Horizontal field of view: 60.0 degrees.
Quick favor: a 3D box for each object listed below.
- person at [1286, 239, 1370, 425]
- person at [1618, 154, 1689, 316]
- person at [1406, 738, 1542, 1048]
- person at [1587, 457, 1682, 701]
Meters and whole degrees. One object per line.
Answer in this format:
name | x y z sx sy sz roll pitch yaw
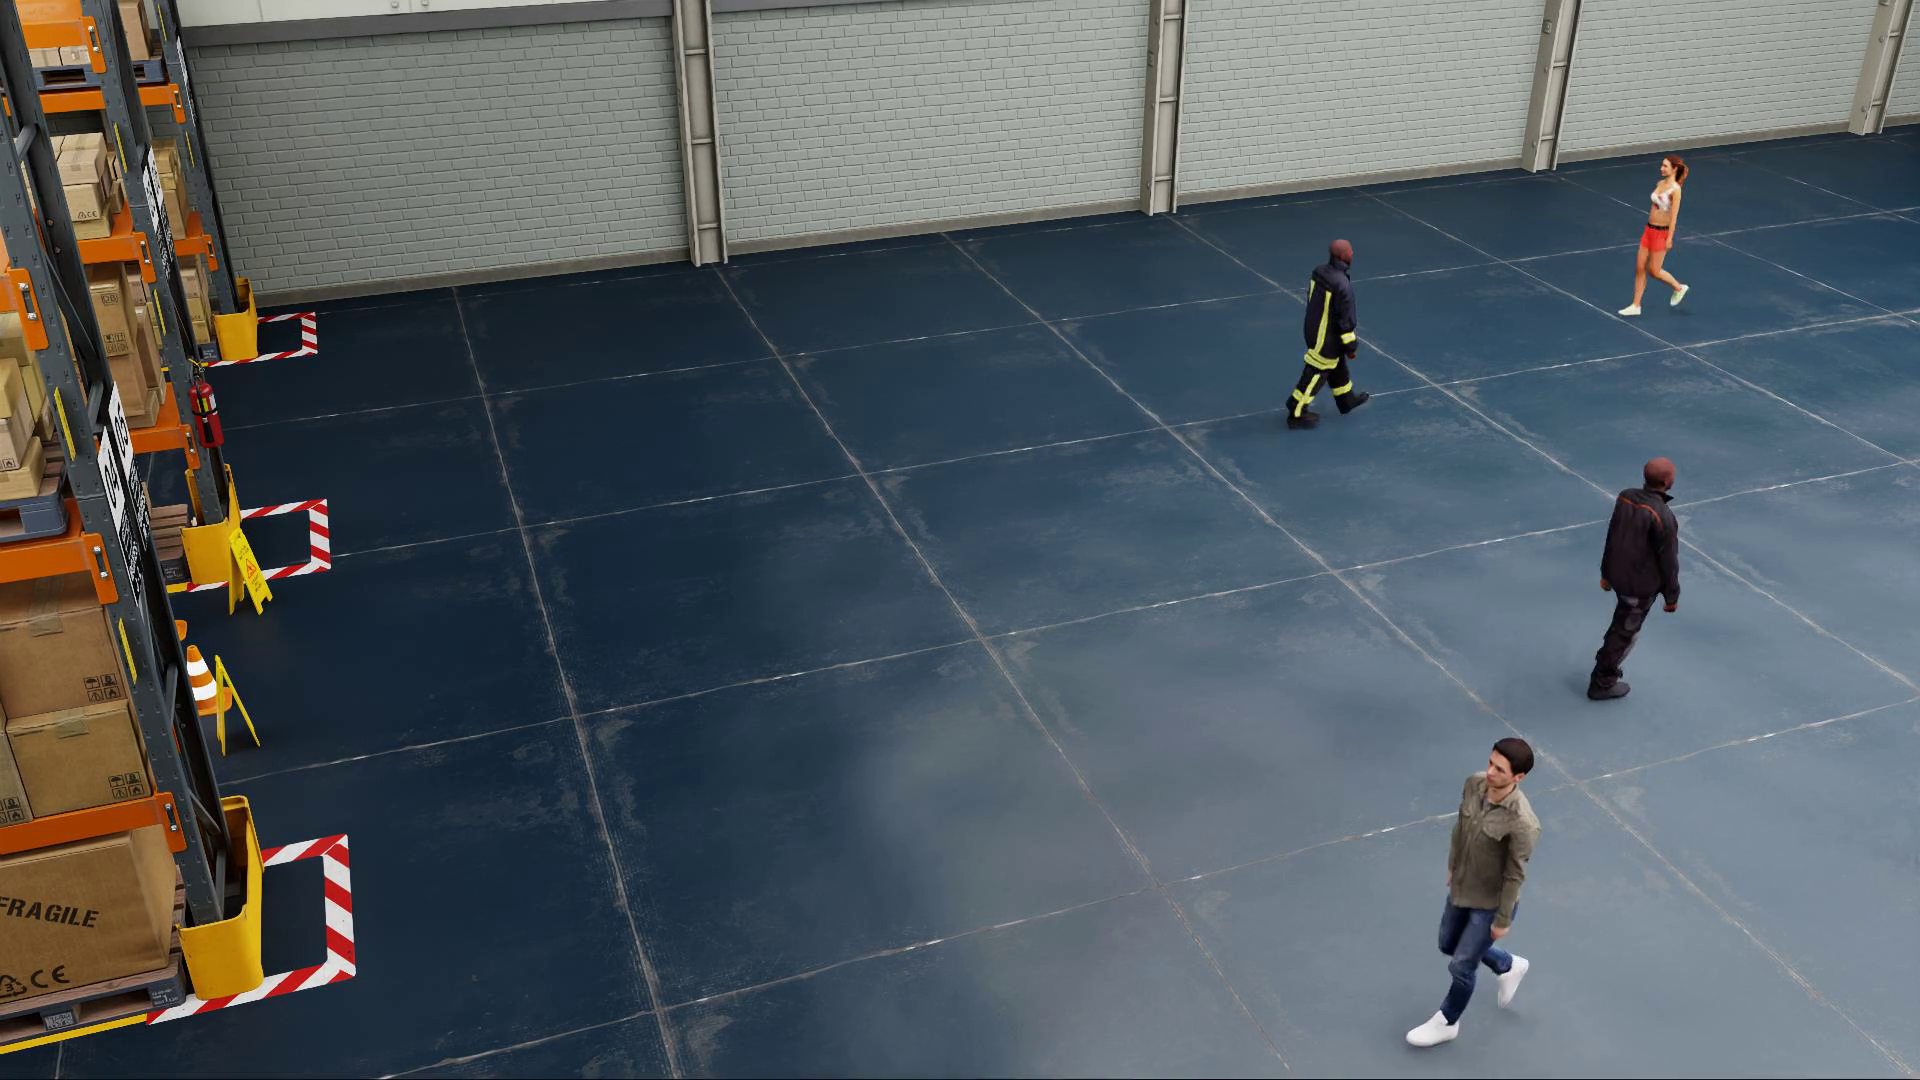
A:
person | 3.324 -1.888 15.412 1.139 1.779 0.799 -8 29 -14
person | 7.643 -3.290 18.050 1.007 1.774 0.677 -5 28 -9
person | 2.720 1.782 8.444 0.966 1.850 0.694 -9 29 -17
person | 4.499 0.290 11.289 0.698 1.811 0.706 -8 29 -14
